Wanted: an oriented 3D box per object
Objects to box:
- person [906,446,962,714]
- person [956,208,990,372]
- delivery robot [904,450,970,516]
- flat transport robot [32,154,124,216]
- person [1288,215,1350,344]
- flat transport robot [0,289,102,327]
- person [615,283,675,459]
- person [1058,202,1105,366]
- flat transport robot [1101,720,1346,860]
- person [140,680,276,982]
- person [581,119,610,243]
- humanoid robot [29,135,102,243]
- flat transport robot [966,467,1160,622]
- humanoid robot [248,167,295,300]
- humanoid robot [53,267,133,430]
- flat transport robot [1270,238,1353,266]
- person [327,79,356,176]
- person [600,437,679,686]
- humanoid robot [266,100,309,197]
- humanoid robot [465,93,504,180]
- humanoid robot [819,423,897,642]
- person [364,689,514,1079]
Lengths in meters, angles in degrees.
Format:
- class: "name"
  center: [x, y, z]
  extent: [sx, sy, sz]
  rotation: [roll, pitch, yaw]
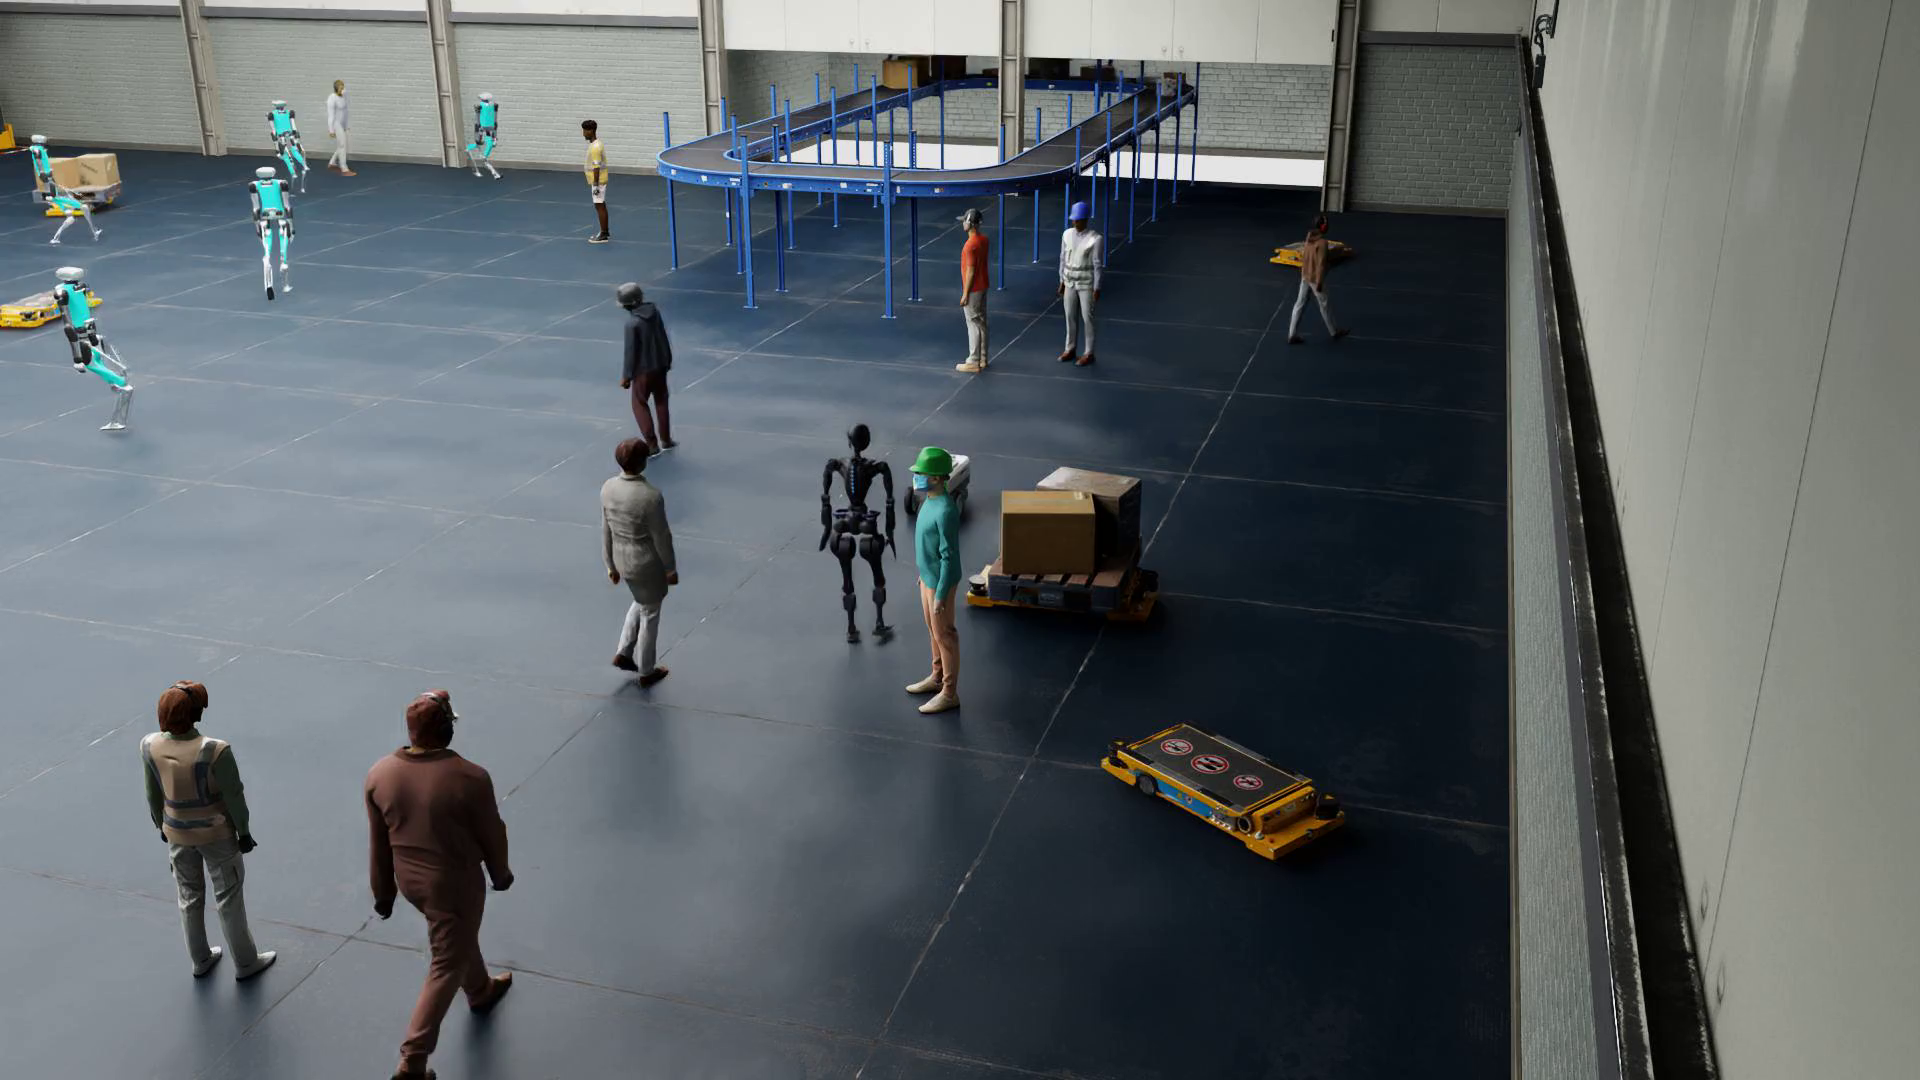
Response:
- class: "person"
  center: [-0.164, 0.263, 11.263]
  extent: [0.349, 1.876, 0.518]
  rotation: [-5, 22, -13]
- class: "person"
  center: [0.140, -2.924, 19.483]
  extent: [0.396, 1.912, 0.474]
  rotation: [10, 23, 23]
- class: "delivery robot"
  center: [-0.182, -0.517, 15.122]
  extent: [0.523, 0.596, 0.767]
  rotation: [7, 22, 18]
- class: "flat transport robot"
  center: [-15.777, -6.033, 29.826]
  extent: [0.659, 0.231, 1.431]
  rotation: [-3, 21, -7]
- class: "person"
  center: [4.488, -3.254, 20.737]
  extent: [0.852, 1.602, 0.490]
  rotation: [-8, 23, -21]
- class: "flat transport robot"
  center: [-12.219, -3.098, 22.214]
  extent: [0.659, 0.231, 1.431]
  rotation: [3, 21, 9]
- class: "person"
  center: [-3.086, -1.716, 16.553]
  extent: [0.362, 1.768, 0.668]
  rotation: [12, 24, 29]
- class: "person"
  center: [1.427, -3.044, 19.756]
  extent: [0.609, 1.940, 0.410]
  rotation: [18, 27, 38]
- class: "flat transport robot"
  center: [1.605, 1.507, 10.268]
  extent: [0.659, 0.231, 1.431]
  rotation: [-17, 27, -36]
- class: "person"
  center: [-3.832, 1.482, 8.425]
  extent: [0.522, 1.638, 0.309]
  rotation: [4, 21, 9]
- class: "person"
  center: [-5.875, -5.804, 26.890]
  extent: [0.373, 1.958, 0.600]
  rotation: [-3, 21, -8]
- class: "humanoid robot"
  center: [-14.376, -5.665, 26.869]
  extent: [0.966, 1.773, 0.541]
  rotation: [-8, 23, -21]
- class: "flat transport robot"
  center: [0.826, 0.381, 13.190]
  extent: [1.431, 0.231, 0.659]
  rotation: [6, 22, 14]
- class: "humanoid robot"
  center: [-9.600, -4.245, 23.178]
  extent: [0.534, 1.773, 0.932]
  rotation: [-4, 21, -10]
- class: "humanoid robot"
  center: [-8.787, -1.876, 17.140]
  extent: [0.739, 1.886, 0.543]
  rotation: [-2, 21, -4]
- class: "flat transport robot"
  center: [5.434, -4.431, 25.671]
  extent: [0.659, 0.231, 1.431]
  rotation: [17, 27, 37]
- class: "person"
  center: [-12.495, -8.267, 33.350]
  extent: [0.621, 1.907, 0.647]
  rotation: [2, 21, 4]
- class: "person"
  center: [-2.205, 0.158, 11.617]
  extent: [0.509, 1.817, 0.432]
  rotation: [14, 25, 32]
- class: "humanoid robot"
  center: [-12.391, -7.209, 30.927]
  extent: [0.813, 1.834, 0.531]
  rotation: [17, 27, 37]
- class: "humanoid robot"
  center: [-9.393, -7.877, 32.609]
  extent: [1.056, 1.739, 0.544]
  rotation: [14, 25, 32]
- class: "humanoid robot"
  center: [-0.765, -0.057, 12.385]
  extent: [0.607, 1.643, 0.370]
  rotation: [3, 21, 9]
- class: "person"
  center: [-2.466, 1.614, 7.797]
  extent: [0.619, 1.851, 0.995]
  rotation: [9, 23, 21]
